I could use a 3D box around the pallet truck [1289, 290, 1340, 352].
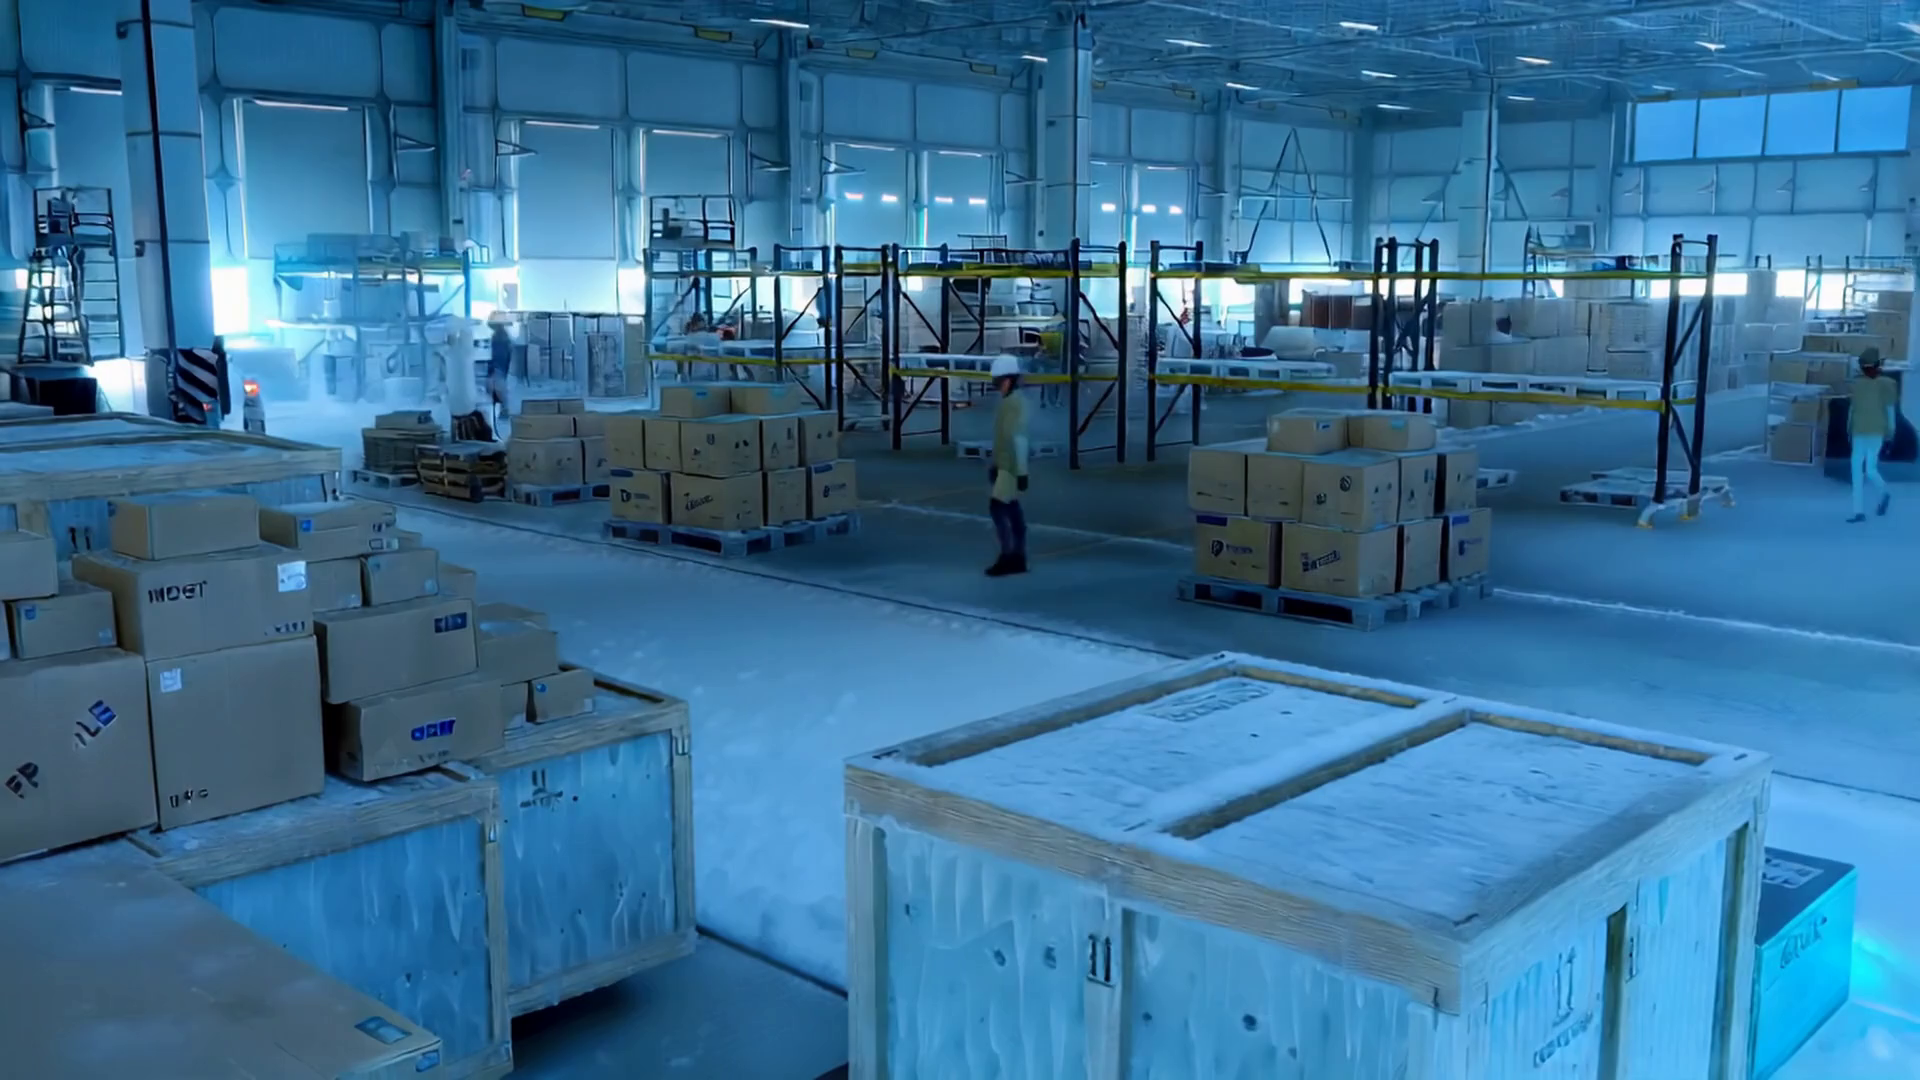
[{"bbox_3d":[11.297,-6.951,52.861,1.885,1.965,0.823,-5,11,-29],"label":"pallet truck"}]

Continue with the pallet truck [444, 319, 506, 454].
[{"bbox_3d":[-6.981,-1.942,22.150,1.885,1.965,0.823,1,9,9],"label":"pallet truck"}]

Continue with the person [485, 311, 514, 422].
[{"bbox_3d":[-8.019,-3.001,28.853,0.400,1.926,0.566,-3,10,-18],"label":"person"}]

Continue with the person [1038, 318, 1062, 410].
[{"bbox_3d":[1.723,-3.330,31.474,0.485,1.735,0.330,-5,10,-27],"label":"person"}]

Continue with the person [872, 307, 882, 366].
[{"bbox_3d":[-2.188,-5.400,44.481,0.312,1.633,0.519,-1,9,-5],"label":"person"}]

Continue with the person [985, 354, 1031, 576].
[{"bbox_3d":[0.349,-0.634,14.349,0.575,1.922,0.570,-2,10,-14],"label":"person"}]

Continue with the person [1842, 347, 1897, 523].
[{"bbox_3d":[9.519,-1.091,17.364,0.483,1.853,0.545,-5,11,-29],"label":"person"}]

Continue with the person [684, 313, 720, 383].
[{"bbox_3d":[-4.285,-2.808,27.665,0.588,1.930,0.364,-2,10,-14],"label":"person"}]

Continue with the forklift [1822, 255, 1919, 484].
[{"bbox_3d":[11.771,-2.075,20.269,1.873,2.768,1.129,9,13,43],"label":"forklift"}]

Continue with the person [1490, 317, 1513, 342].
[{"bbox_3d":[9.563,-3.059,29.599,0.900,1.814,0.637,9,13,42],"label":"person"}]

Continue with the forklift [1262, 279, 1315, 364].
[{"bbox_3d":[8.555,-6.090,44.881,1.873,2.768,1.129,9,13,43],"label":"forklift"}]

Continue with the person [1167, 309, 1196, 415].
[{"bbox_3d":[4.067,-3.238,30.335,0.622,1.932,0.386,-4,10,-21],"label":"person"}]
